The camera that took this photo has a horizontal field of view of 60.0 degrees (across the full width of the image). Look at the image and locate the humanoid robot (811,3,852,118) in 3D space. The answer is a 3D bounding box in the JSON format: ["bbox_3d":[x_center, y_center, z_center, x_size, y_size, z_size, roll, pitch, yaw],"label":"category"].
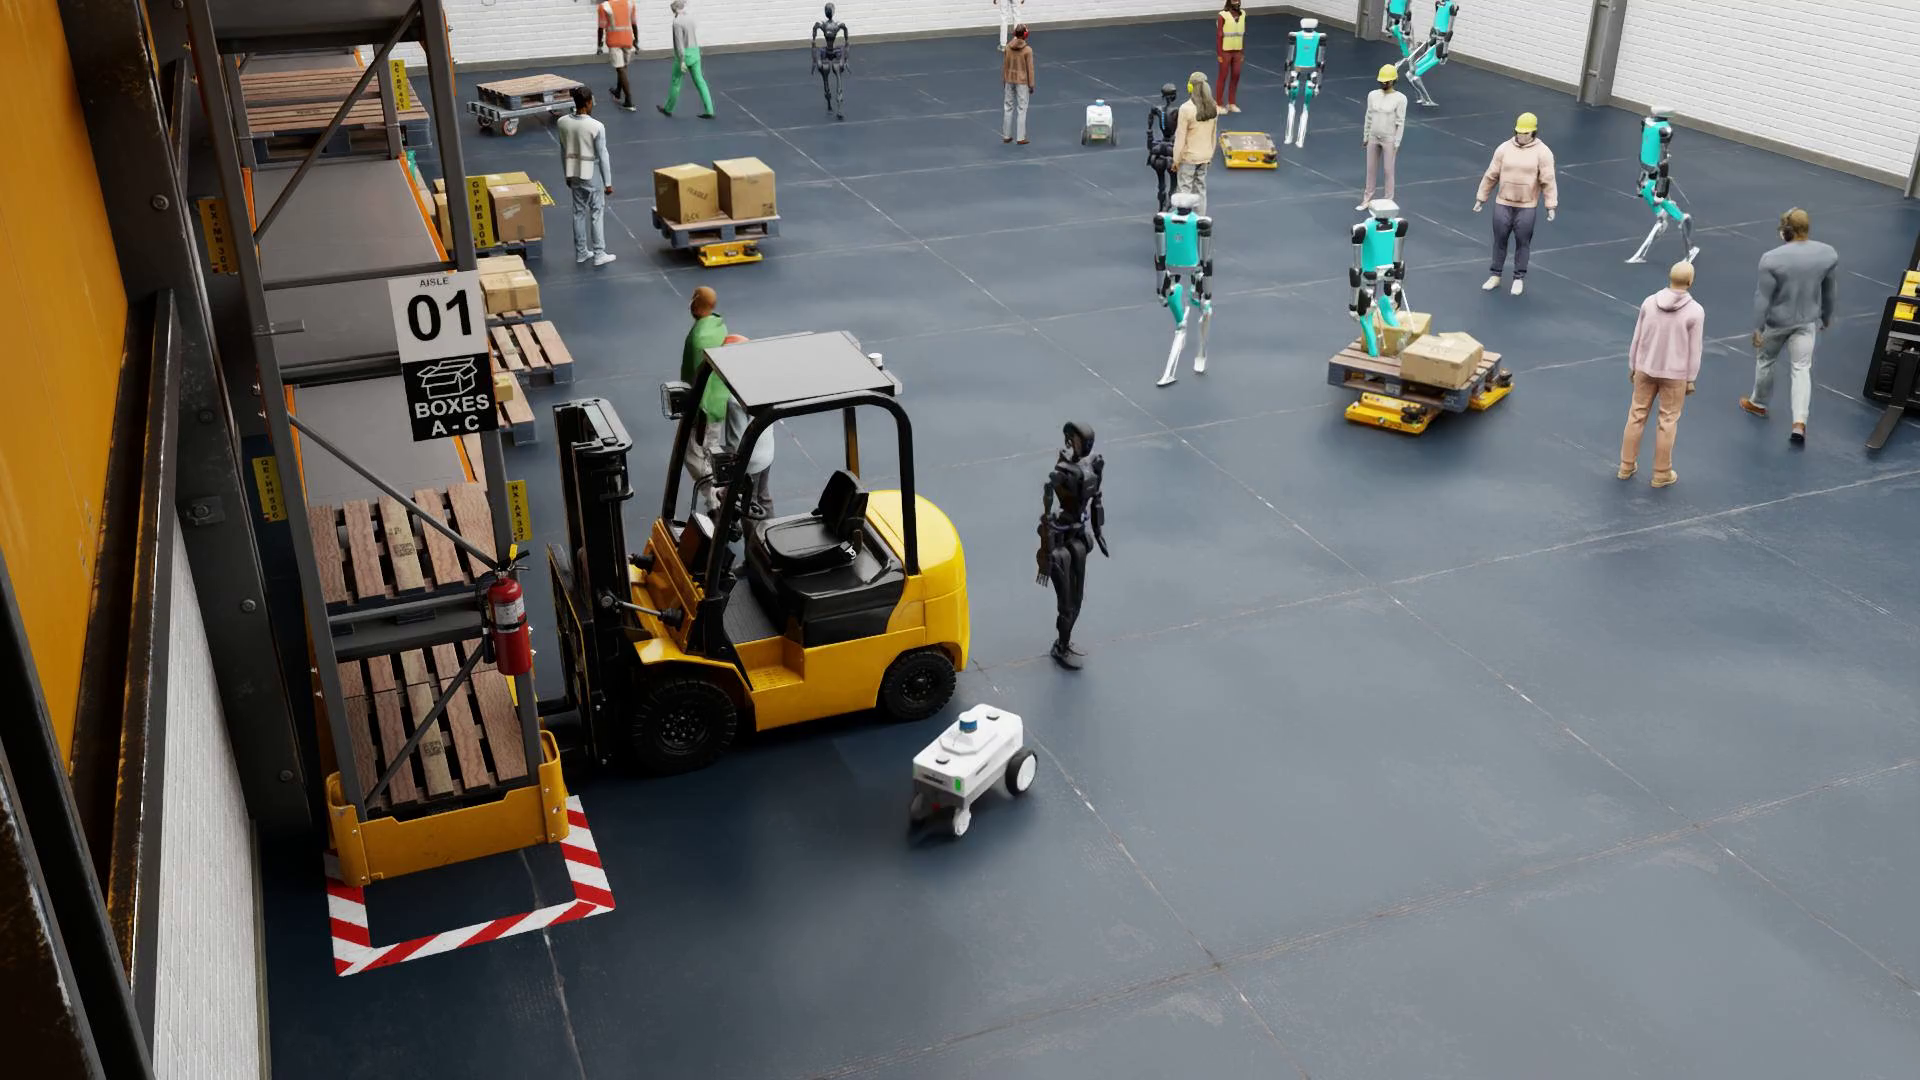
[{"bbox_3d":[-1.897,-7.053,24.477,0.597,1.630,0.732,0,27,-1],"label":"humanoid robot"}]

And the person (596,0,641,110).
[{"bbox_3d":[-5.220,-7.519,25.096,0.628,1.923,0.940,-22,34,-36],"label":"person"}]

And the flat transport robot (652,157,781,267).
[{"bbox_3d":[-2.744,-3.377,18.704,0.659,0.231,1.431,-11,29,-21],"label":"flat transport robot"}]

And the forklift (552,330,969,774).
[{"bbox_3d":[-1.094,0.010,9.831,2.313,2.155,1.214,-10,28,-20],"label":"forklift"}]

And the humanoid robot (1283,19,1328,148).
[{"bbox_3d":[4.720,-6.317,22.910,0.532,1.755,0.787,4,27,8],"label":"humanoid robot"}]

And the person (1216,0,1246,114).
[{"bbox_3d":[4.022,-7.253,24.752,0.480,1.768,0.403,-11,29,-21],"label":"person"}]

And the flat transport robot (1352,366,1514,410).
[{"bbox_3d":[4.173,-1.496,14.964,1.431,0.231,0.659,20,33,34],"label":"flat transport robot"}]

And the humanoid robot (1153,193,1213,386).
[{"bbox_3d":[2.071,-2.293,14.934,0.551,1.785,0.904,13,30,24],"label":"humanoid robot"}]

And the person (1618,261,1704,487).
[{"bbox_3d":[5.410,-1.273,12.833,0.523,1.784,0.407,22,34,37],"label":"person"}]

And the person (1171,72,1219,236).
[{"bbox_3d":[2.667,-4.343,18.854,0.565,1.868,0.401,-16,31,-29],"label":"person"}]

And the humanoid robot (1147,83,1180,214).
[{"bbox_3d":[2.429,-4.483,19.372,0.596,1.647,0.611,16,31,29],"label":"humanoid robot"}]

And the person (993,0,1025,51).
[{"bbox_3d":[0.868,-9.565,29.213,0.573,1.887,0.355,-4,27,-9],"label":"person"}]

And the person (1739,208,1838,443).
[{"bbox_3d":[6.880,-1.781,13.735,0.725,1.882,0.986,2,27,4],"label":"person"}]

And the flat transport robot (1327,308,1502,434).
[{"bbox_3d":[3.954,-1.299,14.572,0.659,0.231,1.431,17,31,30],"label":"flat transport robot"}]

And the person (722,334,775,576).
[{"bbox_3d":[-1.478,-0.586,11.512,0.352,1.742,0.572,8,28,15],"label":"person"}]

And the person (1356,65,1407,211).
[{"bbox_3d":[5.027,-4.771,19.822,0.513,1.758,0.333,23,35,38],"label":"person"}]

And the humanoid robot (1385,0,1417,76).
[{"bbox_3d":[7.230,-8.262,26.857,1.053,1.774,0.535,-14,30,-25],"label":"humanoid robot"}]

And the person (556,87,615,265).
[{"bbox_3d":[-4.031,-3.920,17.968,0.596,1.907,0.410,11,29,20],"label":"person"}]

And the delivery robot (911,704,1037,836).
[{"bbox_3d":[0.058,1.228,9.241,0.499,0.608,0.801,16,31,29],"label":"delivery robot"}]

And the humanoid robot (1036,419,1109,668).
[{"bbox_3d":[0.693,0.010,10.413,0.327,1.655,0.591,22,34,37],"label":"humanoid robot"}]

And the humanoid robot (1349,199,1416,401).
[{"bbox_3d":[3.668,-1.958,14.325,0.554,1.867,0.691,-10,28,-19],"label":"humanoid robot"}]

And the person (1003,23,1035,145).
[{"bbox_3d":[0.799,-6.286,22.960,0.477,1.640,0.340,12,29,23],"label":"person"}]

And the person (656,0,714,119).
[{"bbox_3d":[-4.066,-7.103,24.425,0.947,1.788,0.565,14,30,26],"label":"person"}]

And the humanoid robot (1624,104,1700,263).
[{"bbox_3d":[7.749,-3.820,17.987,0.935,1.785,0.546,-3,27,-5],"label":"humanoid robot"}]

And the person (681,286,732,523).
[{"bbox_3d":[-1.875,-0.992,12.330,0.384,1.755,0.662,3,27,6],"label":"person"}]

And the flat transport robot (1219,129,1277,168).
[{"bbox_3d":[3.894,-5.288,22.506,0.659,0.231,1.431,2,27,3],"label":"flat transport robot"}]

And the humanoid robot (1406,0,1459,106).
[{"bbox_3d":[6.955,-7.322,24.768,0.735,1.677,0.533,-7,27,-13],"label":"humanoid robot"}]

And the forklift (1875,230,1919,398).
[{"bbox_3d":[9.029,-2.397,14.618,1.214,2.155,2.313,18,32,32],"label":"forklift"}]

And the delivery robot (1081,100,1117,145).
[{"bbox_3d":[1.949,-5.859,23.304,0.499,0.577,0.769,1,27,3],"label":"delivery robot"}]

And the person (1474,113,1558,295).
[{"bbox_3d":[5.740,-3.478,17.141,0.809,1.858,0.438,15,30,27],"label":"person"}]

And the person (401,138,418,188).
[{"bbox_3d":[-6.076,-3.957,18.108,0.412,1.843,0.500,-19,32,-33],"label":"person"}]
